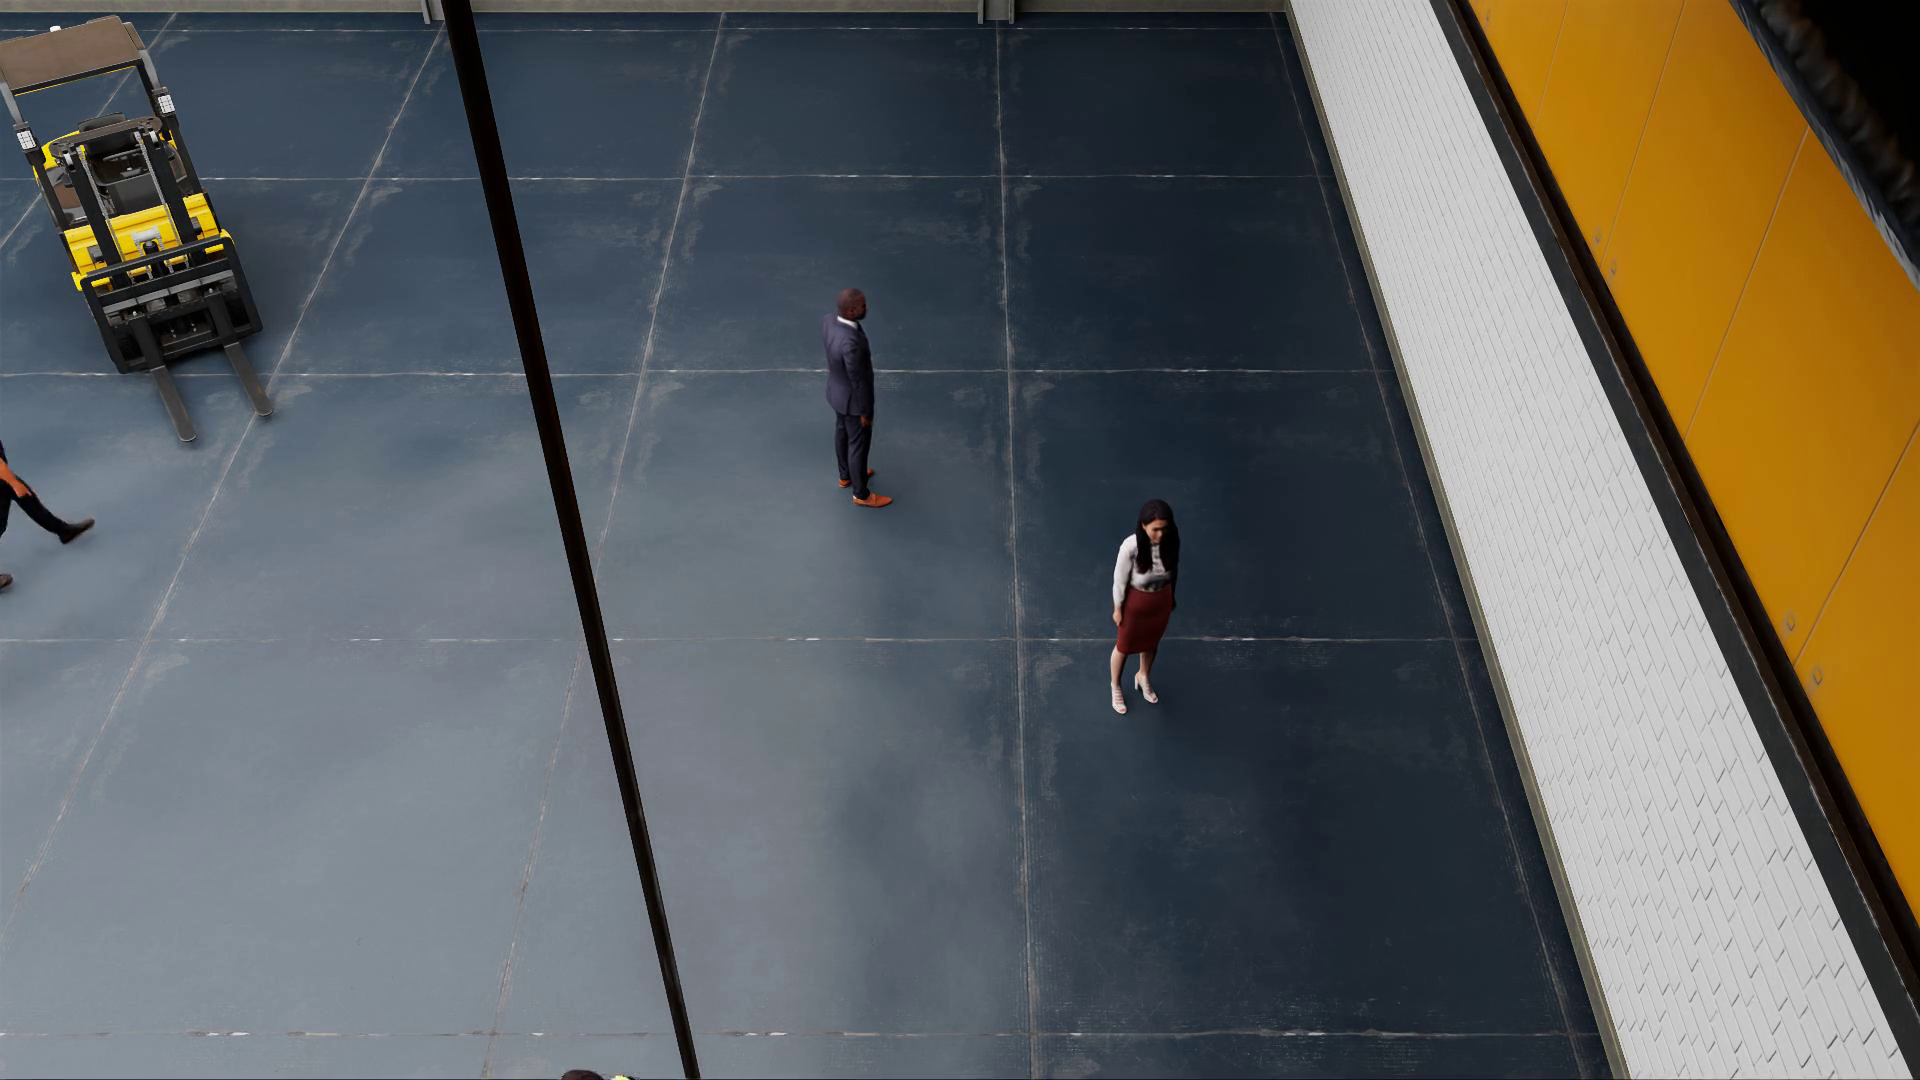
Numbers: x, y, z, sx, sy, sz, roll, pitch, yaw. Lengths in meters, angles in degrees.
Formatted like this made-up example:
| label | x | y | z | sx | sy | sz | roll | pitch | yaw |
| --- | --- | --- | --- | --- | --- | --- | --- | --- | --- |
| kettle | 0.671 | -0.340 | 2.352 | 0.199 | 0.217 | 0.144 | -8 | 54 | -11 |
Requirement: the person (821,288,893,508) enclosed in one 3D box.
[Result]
| label | x | y | z | sx | sy | sz | roll | pitch | yaw |
| --- | --- | --- | --- | --- | --- | --- | --- | --- | --- |
| person | -0.774 | -1.028 | 11.907 | 0.753 | 1.825 | 0.776 | -16 | 46 | -16 |

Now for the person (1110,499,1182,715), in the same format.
| label | x | y | z | sx | sy | sz | roll | pitch | yaw |
| --- | --- | --- | --- | --- | --- | --- | --- | --- | --- |
| person | 1.162 | 0.421 | 10.441 | 0.570 | 1.750 | 0.720 | -15 | 46 | -15 |

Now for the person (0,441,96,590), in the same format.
| label | x | y | z | sx | sy | sz | roll | pitch | yaw |
| --- | --- | --- | --- | --- | --- | --- | --- | --- | --- |
| person | -6.678 | -0.389 | 11.294 | 1.180 | 1.746 | 1.217 | 33 | 53 | 30 |
